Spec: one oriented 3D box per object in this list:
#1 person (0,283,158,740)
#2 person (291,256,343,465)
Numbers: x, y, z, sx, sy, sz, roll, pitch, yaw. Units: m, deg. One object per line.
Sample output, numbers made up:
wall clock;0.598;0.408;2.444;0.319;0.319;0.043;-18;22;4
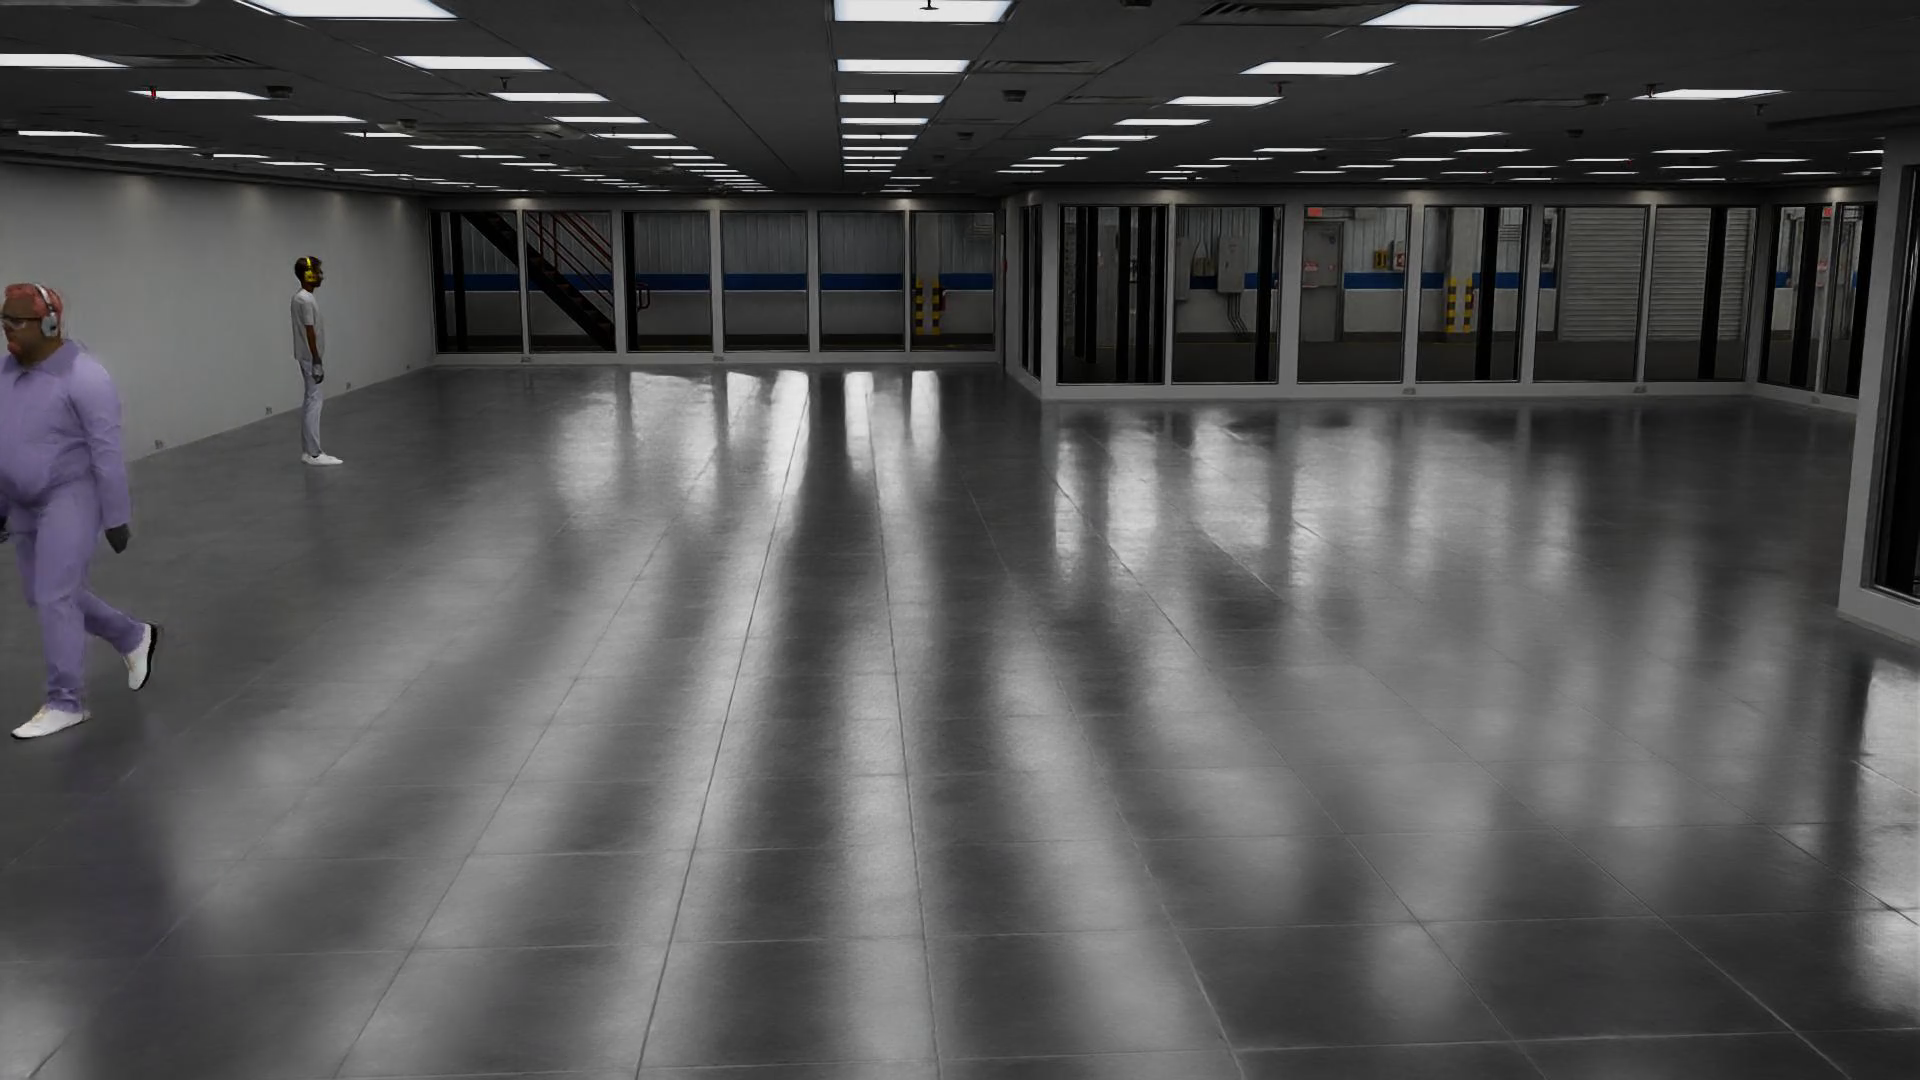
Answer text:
person;-3.802;-0.154;7.100;0.642;1.881;0.760;5;12;27
person;-5.801;-1.600;14.929;0.316;1.867;0.531;-6;12;-30
